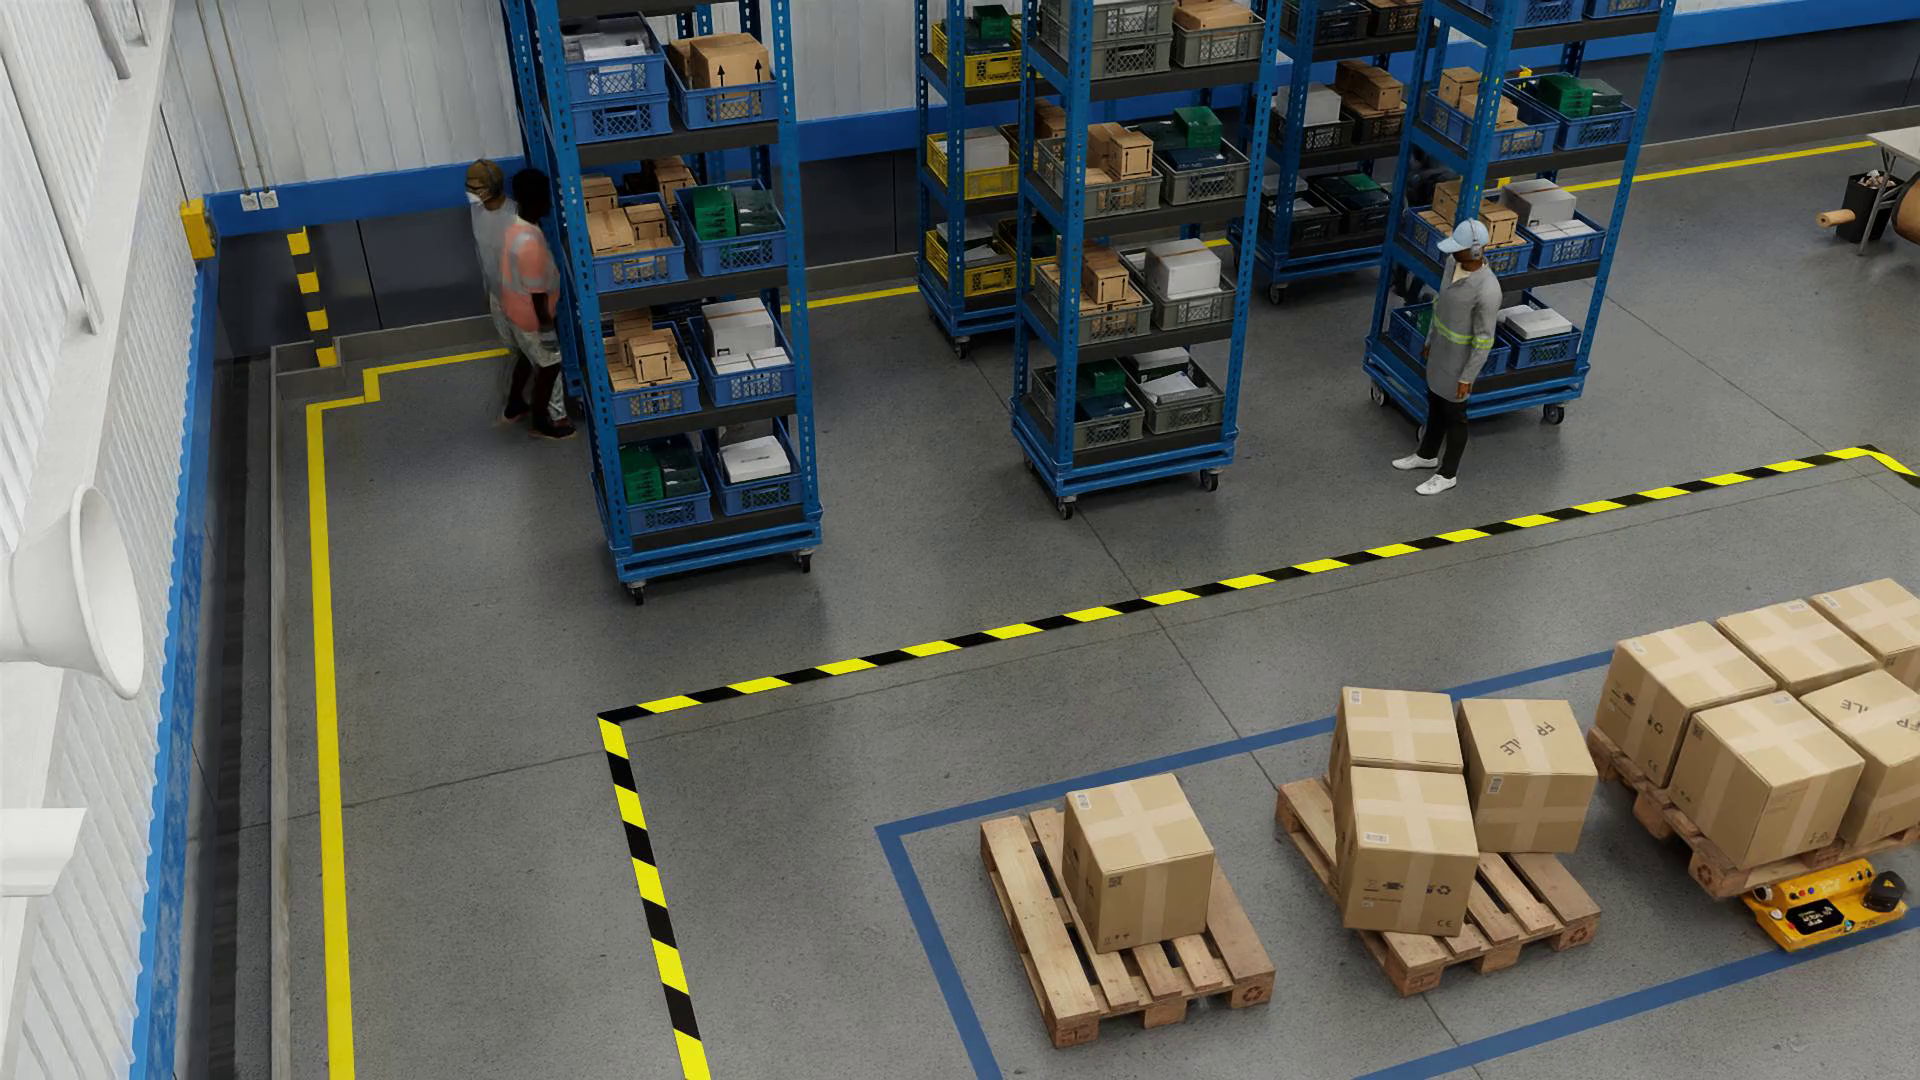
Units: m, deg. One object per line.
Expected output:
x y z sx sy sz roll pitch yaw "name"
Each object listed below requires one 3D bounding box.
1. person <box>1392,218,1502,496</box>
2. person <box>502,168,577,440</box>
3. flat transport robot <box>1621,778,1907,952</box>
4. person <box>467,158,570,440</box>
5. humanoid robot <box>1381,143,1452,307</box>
3.025 -1.135 10.295 0.397 1.847 0.587 -7 36 -10 "person"
-2.779 -1.504 10.760 0.526 1.922 0.664 -15 38 -21 "person"
3.832 1.347 8.121 0.652 0.197 1.431 -11 37 -15 "flat transport robot"
-2.910 -1.580 10.861 0.373 1.932 0.626 -29 44 -34 "person"
3.346 -2.169 11.921 0.570 1.641 0.609 -24 42 -30 "humanoid robot"
